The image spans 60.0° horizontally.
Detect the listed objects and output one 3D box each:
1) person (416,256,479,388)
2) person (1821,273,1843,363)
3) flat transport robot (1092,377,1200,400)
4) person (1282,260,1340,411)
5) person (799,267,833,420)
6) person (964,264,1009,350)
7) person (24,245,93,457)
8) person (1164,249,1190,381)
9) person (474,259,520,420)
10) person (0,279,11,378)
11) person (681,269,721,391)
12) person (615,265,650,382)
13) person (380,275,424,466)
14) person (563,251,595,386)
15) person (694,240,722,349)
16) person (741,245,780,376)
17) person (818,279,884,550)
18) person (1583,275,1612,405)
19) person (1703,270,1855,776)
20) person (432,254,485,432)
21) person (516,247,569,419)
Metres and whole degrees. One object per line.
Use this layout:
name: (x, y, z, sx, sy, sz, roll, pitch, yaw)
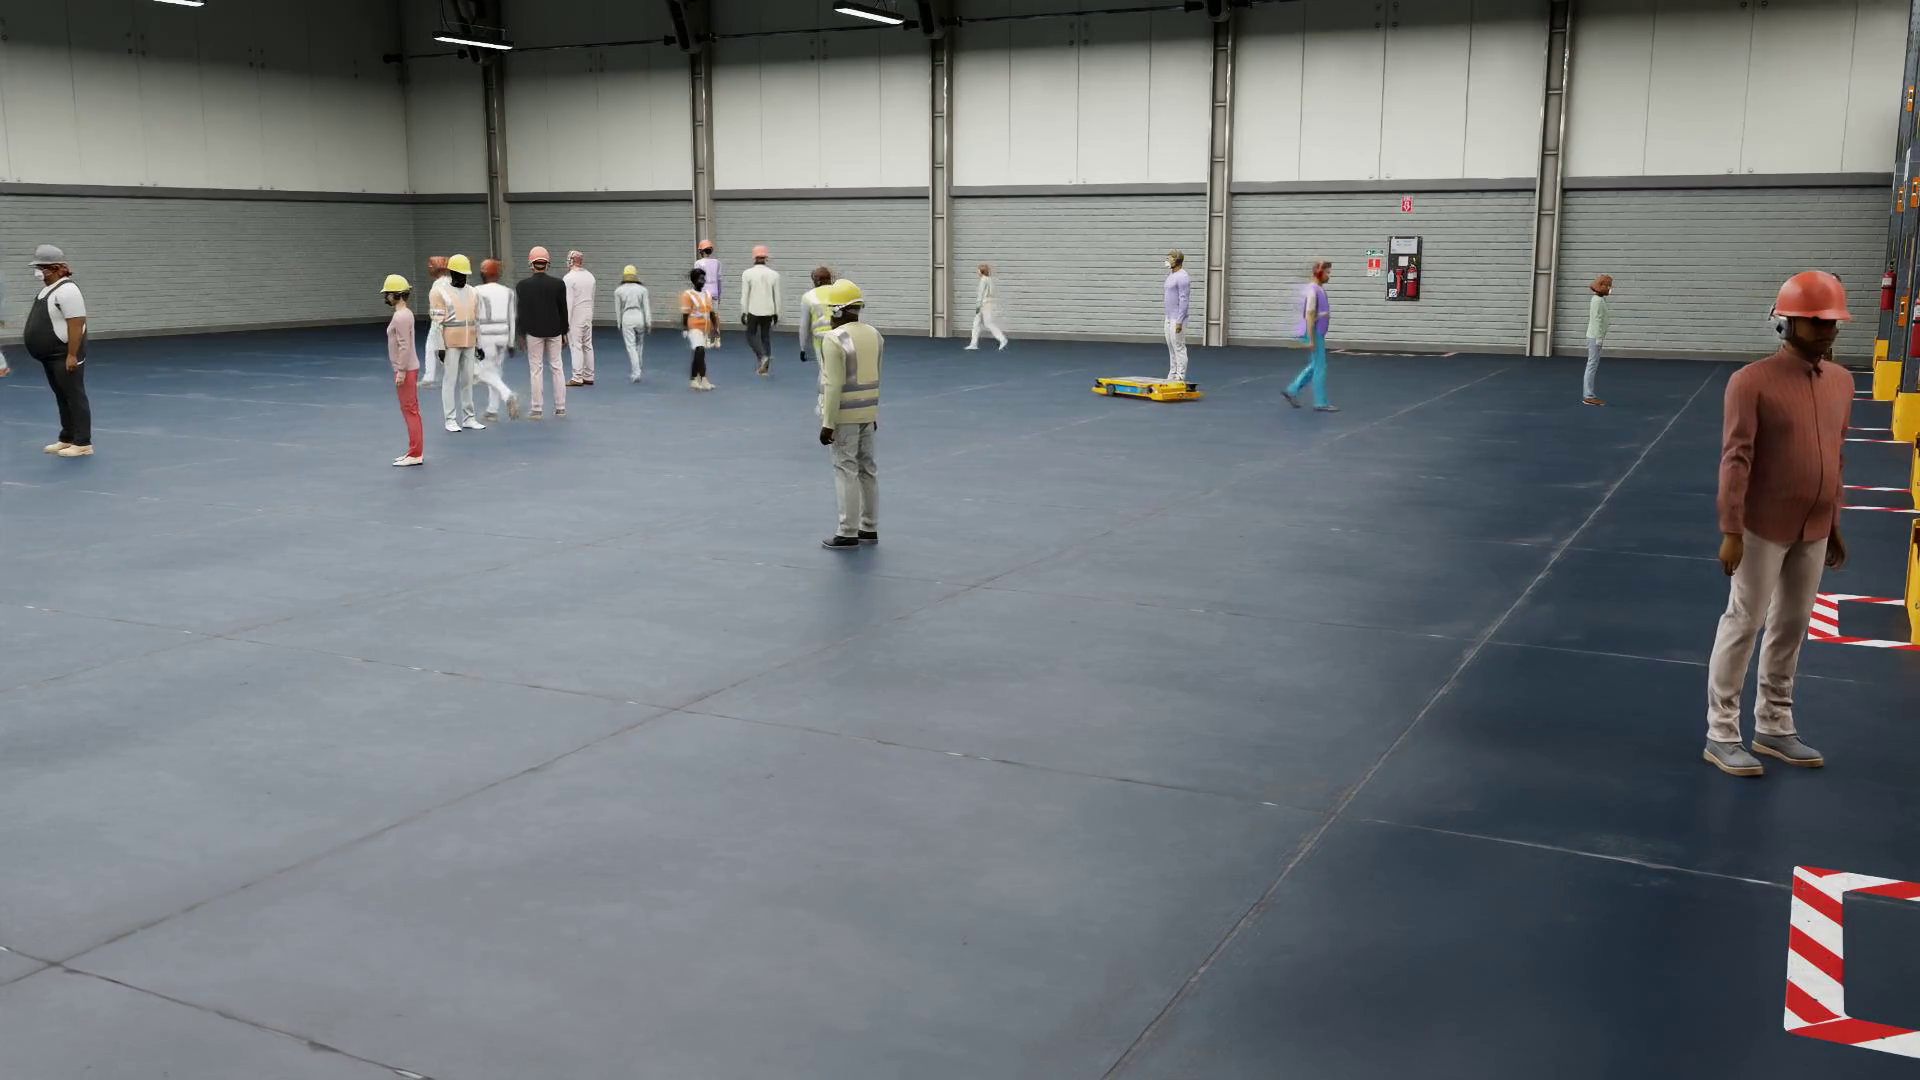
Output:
person: (-7.211, -3.064, 23.382, 0.933, 1.850, 0.576, -7, 12, -32)
person: (7.135, -1.340, 14.067, 0.966, 1.827, 0.523, -5, 12, -27)
flat transport robot: (2.442, -2.014, 21.946, 0.652, 0.197, 1.431, -7, 13, -34)
person: (4.290, -2.479, 20.234, 0.659, 1.832, 0.574, 4, 11, 21)
person: (-1.503, -2.205, 18.911, 0.635, 1.765, 0.996, -5, 12, -26)
person: (0.506, -4.328, 30.912, 0.805, 1.606, 0.513, 0, 10, 2)
person: (-8.745, -1.829, 16.106, 0.536, 2.000, 0.684, -9, 14, -42)
person: (2.976, -3.041, 22.998, 0.373, 1.940, 0.629, -2, 11, -10)
person: (-5.297, -2.271, 18.999, 0.729, 1.866, 0.599, 7, 13, 34)
person: (-14.438, -3.318, 24.623, 0.642, 1.905, 0.981, 2, 11, 8)
person: (-3.505, -2.877, 22.838, 0.739, 1.670, 0.539, 6, 12, 31)
person: (-4.776, -3.185, 24.411, 0.484, 1.706, 0.824, -5, 12, -25)
person: (-5.180, -1.568, 15.434, 0.314, 1.767, 0.534, -2, 11, -13)
person: (-5.438, -3.128, 23.568, 0.403, 1.907, 0.658, 4, 11, 21)
person: (-4.772, -4.629, 31.366, 0.397, 2.044, 0.609, 9, 14, 42)
person: (-3.000, -3.459, 25.157, 0.637, 1.977, 0.513, -6, 12, -31)
person: (-0.763, -0.847, 11.317, 0.404, 1.832, 0.592, 7, 12, 32)
person: (8.066, -2.530, 21.039, 0.284, 1.633, 0.499, 3, 11, 18)
person: (3.270, -0.060, 6.582, 0.623, 1.992, 0.396, -4, 11, -20)
person: (-5.456, -2.147, 18.167, 0.378, 1.922, 0.585, 8, 13, 36)
person: (-4.867, -2.412, 19.410, 0.608, 1.995, 0.377, -6, 12, -30)
